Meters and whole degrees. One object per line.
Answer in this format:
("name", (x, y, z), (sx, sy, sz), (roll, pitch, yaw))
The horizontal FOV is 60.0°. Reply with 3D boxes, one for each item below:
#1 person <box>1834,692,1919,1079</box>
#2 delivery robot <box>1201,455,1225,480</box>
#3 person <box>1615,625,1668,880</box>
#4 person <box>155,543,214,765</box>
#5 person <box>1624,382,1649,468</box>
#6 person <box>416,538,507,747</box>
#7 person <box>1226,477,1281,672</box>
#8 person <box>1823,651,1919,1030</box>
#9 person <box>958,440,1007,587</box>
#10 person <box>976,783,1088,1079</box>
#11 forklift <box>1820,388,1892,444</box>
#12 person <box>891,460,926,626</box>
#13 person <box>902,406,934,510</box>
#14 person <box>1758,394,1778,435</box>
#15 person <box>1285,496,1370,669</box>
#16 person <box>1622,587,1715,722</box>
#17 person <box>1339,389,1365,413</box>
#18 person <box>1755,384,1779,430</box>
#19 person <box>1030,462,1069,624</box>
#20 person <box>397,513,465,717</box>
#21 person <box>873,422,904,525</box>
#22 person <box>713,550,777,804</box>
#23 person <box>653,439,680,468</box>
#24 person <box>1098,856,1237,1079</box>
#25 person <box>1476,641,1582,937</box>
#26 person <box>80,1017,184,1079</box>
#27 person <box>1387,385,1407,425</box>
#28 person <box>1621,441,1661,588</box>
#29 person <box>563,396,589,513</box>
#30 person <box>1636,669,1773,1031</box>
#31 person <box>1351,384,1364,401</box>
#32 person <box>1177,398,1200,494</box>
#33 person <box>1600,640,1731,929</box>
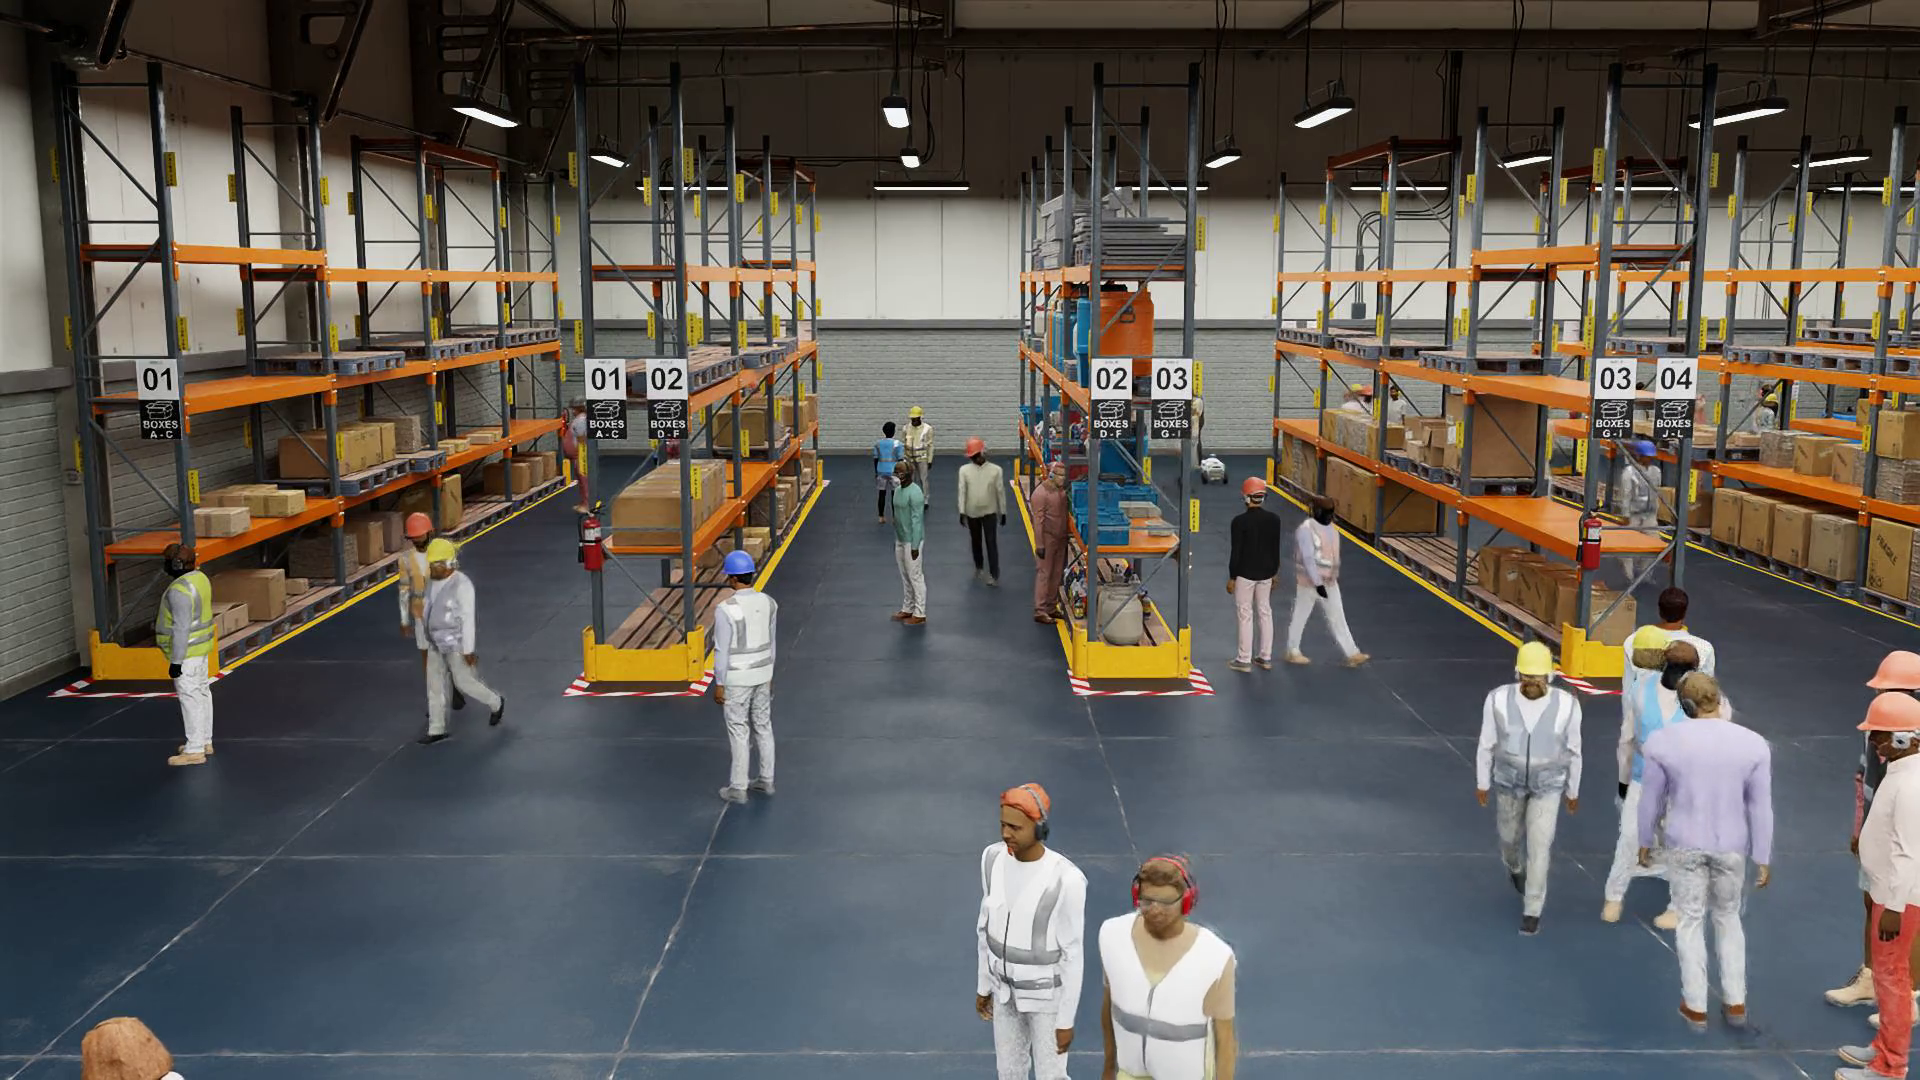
("person", (4.607, 1.728, 8.232), (0.411, 1.980, 0.631), (4, 10, 26))
("delivery robot", (5.006, -1.445, 32.903), (0.477, 0.478, 0.707), (0, 9, -3))
("person", (4.590, 1.425, 11.001), (0.548, 1.718, 0.452), (-9, 12, -44))
("person", (-6.415, 0.934, 13.779), (0.429, 1.844, 0.626), (-1, 9, -9))
("person", (14.422, -2.437, 35.436), (0.525, 1.856, 0.344), (7, 11, 37))
("person", (-4.353, 0.856, 14.414), (0.593, 1.805, 0.785), (6, 11, 35))
("person", (2.996, 0.349, 17.045), (0.624, 1.992, 0.390), (-5, 10, -28))
("person", (4.980, 1.595, 8.875), (0.394, 2.044, 0.609), (-2, 9, -10))
("person", (0.302, -0.380, 22.036), (0.621, 1.928, 0.955), (2, 9, 10))
("person", (0.292, 1.950, 7.118), (0.573, 1.880, 0.359), (9, 12, 44))
("forklift", (20.072, -3.110, 36.462), (1.873, 2.768, 1.129), (0, 9, 0))
("person", (-0.602, 0.028, 19.341), (0.380, 1.931, 0.625), (-4, 10, -25))
("person", (-0.752, -1.424, 29.011), (0.598, 1.824, 0.403), (4, 10, 23))
("person", (16.296, -2.088, 33.572), (0.320, 1.731, 0.489), (0, 9, -1))
("person", (3.758, 0.450, 17.087), (0.619, 1.778, 0.999), (-6, 11, -36))
("person", (4.817, 1.271, 11.357), (0.591, 1.922, 0.392), (6, 11, 33))
("person", (7.770, -2.084, 33.169), (0.632, 1.851, 0.954), (-7, 11, -38))
("person", (16.964, -2.359, 35.003), (0.428, 1.837, 0.627), (2, 9, 11))
("person", (1.088, 0.025, 19.475), (0.401, 1.894, 0.654), (6, 11, 34))
("person", (-4.820, 0.683, 15.177), (0.594, 1.913, 0.510), (1, 9, 4))
("person", (-1.164, -1.098, 27.301), (0.539, 1.698, 0.319), (3, 9, 21))
("person", (-1.656, 1.043, 12.785), (0.416, 1.940, 0.601), (7, 11, 37))
("person", (-5.143, -1.487, 29.347), (0.619, 1.845, 0.430), (-7, 11, -37))
("person", (0.805, 2.088, 6.492), (0.583, 1.798, 0.964), (4, 10, 25))
("person", (3.555, 1.483, 10.405), (0.626, 1.801, 0.797), (4, 10, 23))
("person", (-2.653, 2.341, 5.448), (0.315, 1.624, 0.514), (1, 9, 7))
("person", (8.988, -2.278, 34.394), (0.324, 1.862, 0.508), (-9, 12, -44))
("person", (8.851, -0.323, 21.578), (0.607, 1.927, 0.587), (-2, 9, -11))
("person", (-6.588, -1.494, 28.753), (0.534, 2.000, 0.735), (-1, 9, -7))
("person", (3.979, 1.657, 8.937), (0.650, 1.897, 0.528), (3, 9, 16))
("person", (8.770, -2.586, 36.771), (0.321, 1.738, 0.487), (4, 10, 23))
("person", (4.274, -1.780, 31.314), (0.610, 1.815, 0.474), (-7, 11, -39))
("person", (4.337, 1.506, 10.211), (0.655, 1.811, 0.512), (7, 11, 39))
